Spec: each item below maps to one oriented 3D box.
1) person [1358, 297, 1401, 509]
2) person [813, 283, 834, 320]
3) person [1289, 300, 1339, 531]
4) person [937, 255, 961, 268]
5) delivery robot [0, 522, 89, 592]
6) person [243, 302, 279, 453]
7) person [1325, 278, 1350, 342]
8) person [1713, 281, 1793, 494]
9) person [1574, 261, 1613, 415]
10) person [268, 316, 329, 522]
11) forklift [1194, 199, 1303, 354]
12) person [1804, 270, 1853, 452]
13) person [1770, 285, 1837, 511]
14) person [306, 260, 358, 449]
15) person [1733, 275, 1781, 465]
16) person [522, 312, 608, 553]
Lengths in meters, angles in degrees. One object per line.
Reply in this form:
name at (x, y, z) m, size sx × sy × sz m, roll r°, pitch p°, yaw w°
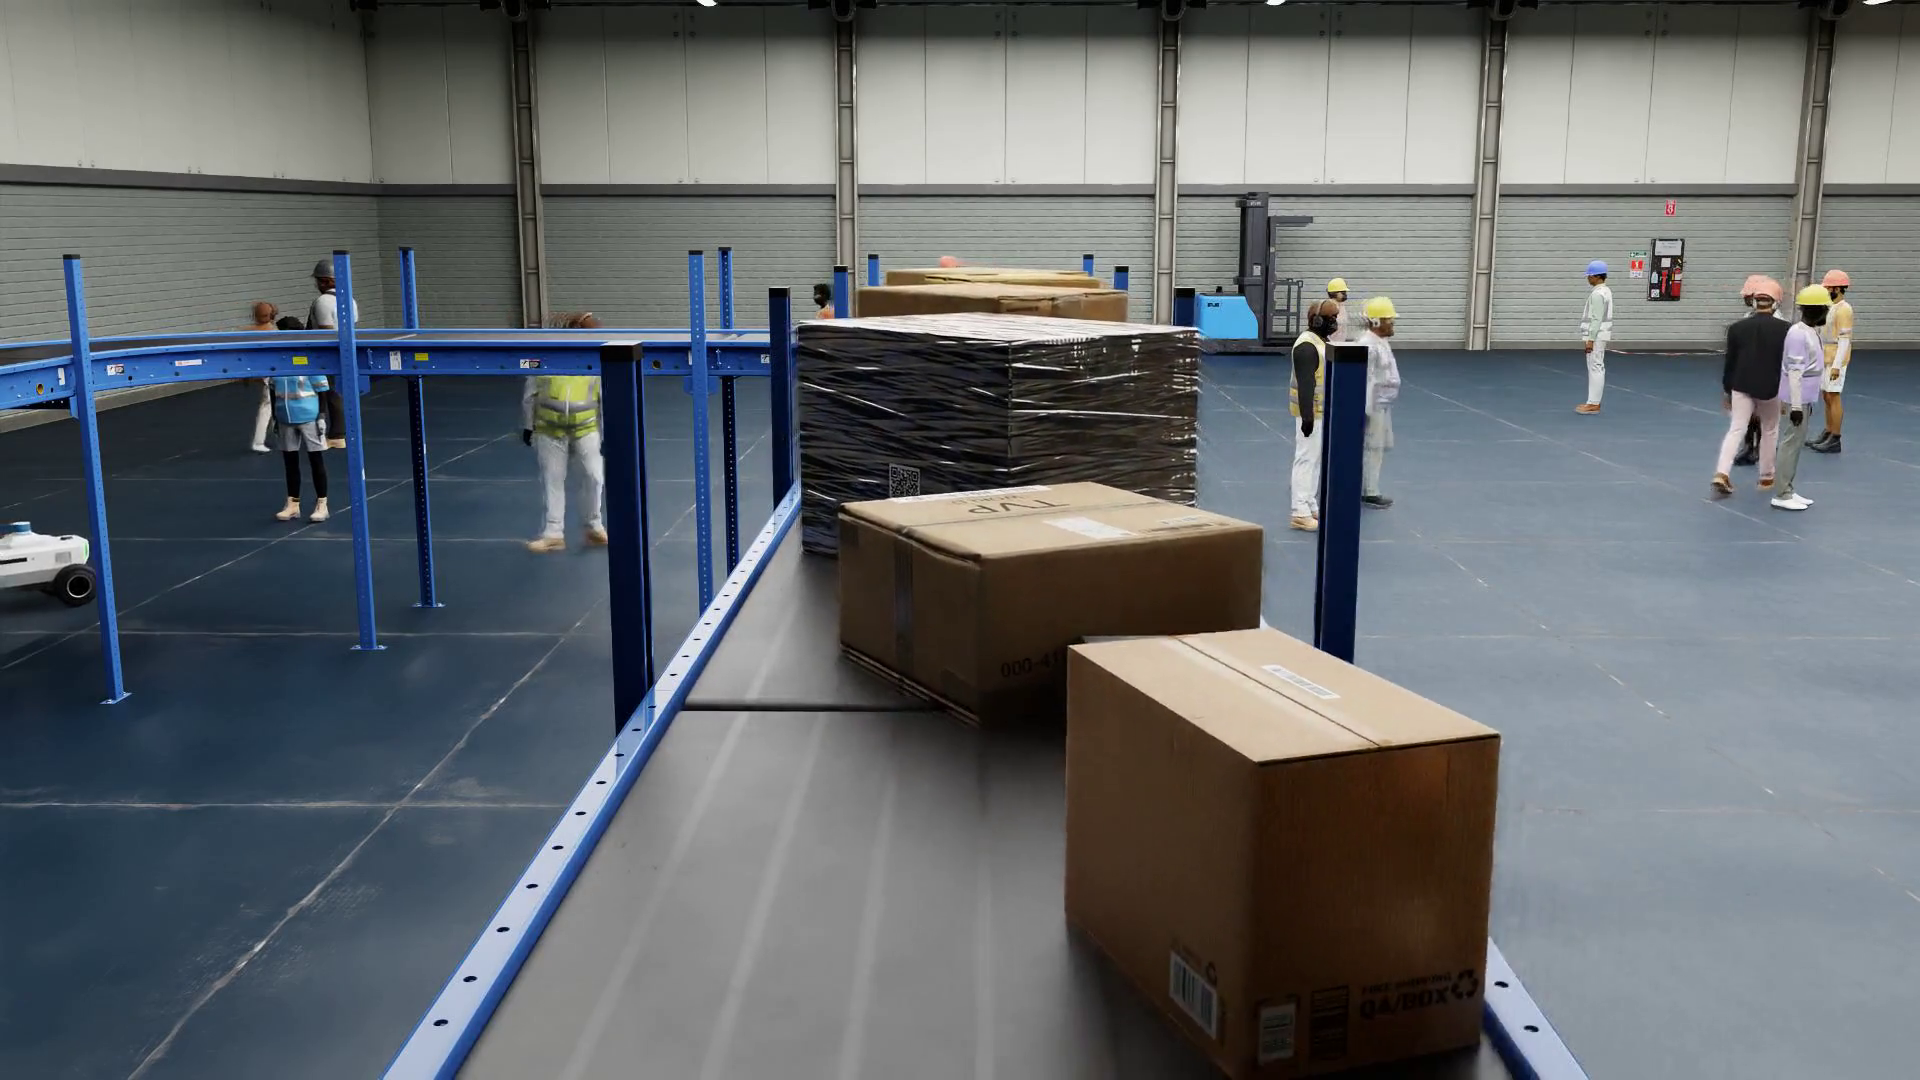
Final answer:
person at (3.554, -1.195, 14.421) m, size 0.500 × 1.822 × 0.605 m, roll 4°, pitch 12°, yaw 21°
person at (-1.684, -2.380, 20.867) m, size 0.407 × 1.680 × 0.549 m, roll -4°, pitch 12°, yaw -20°
person at (2.889, -1.015, 13.461) m, size 0.429 × 1.839 × 0.634 m, roll 5°, pitch 12°, yaw 25°
person at (-0.063, -2.524, 20.723) m, size 0.576 × 2.031 × 0.609 m, roll 7°, pitch 13°, yaw 33°
delivery robot at (-6.060, 0.126, 10.778) m, size 0.707 × 0.478 × 0.477 m, roll -11°, pitch 15°, yaw -44°
person at (-7.440, -1.756, 17.907) m, size 0.505 × 1.587 × 0.840 m, roll 4°, pitch 12°, yaw 20°
person at (4.512, -2.262, 20.051) m, size 0.306 × 1.772 × 0.525 m, roll 8°, pitch 13°, yaw 35°
person at (7.240, -1.383, 15.141) m, size 0.635 × 1.938 × 1.036 m, roll 10°, pitch 15°, yaw 42°
person at (8.129, -2.591, 21.292) m, size 0.391 × 1.944 × 0.603 m, roll 6°, pitch 12°, yaw 27°
person at (-5.458, -0.998, 13.738) m, size 0.536 × 1.696 × 0.321 m, roll 2°, pitch 11°, yaw 12°
forklift at (5.313, -4.851, 30.603) m, size 1.873 × 2.768 × 1.129 m, roll 0°, pitch 11°, yaw 1°
person at (9.350, -1.924, 17.879) m, size 0.376 × 1.935 × 0.550 m, roll 3°, pitch 11°, yaw 16°
person at (7.282, -1.229, 14.356) m, size 0.388 × 1.922 × 0.623 m, roll 7°, pitch 13°, yaw 34°
person at (-6.893, -2.019, 18.210) m, size 0.535 × 2.000 × 0.696 m, roll 1°, pitch 11°, yaw 7°
person at (7.993, -1.707, 16.807) m, size 0.405 × 1.918 × 0.564 m, roll 0°, pitch 11°, yaw -1°
person at (-2.963, -0.808, 12.523) m, size 0.713 × 1.806 × 0.432 m, roll -3°, pitch 11°, yaw -13°
